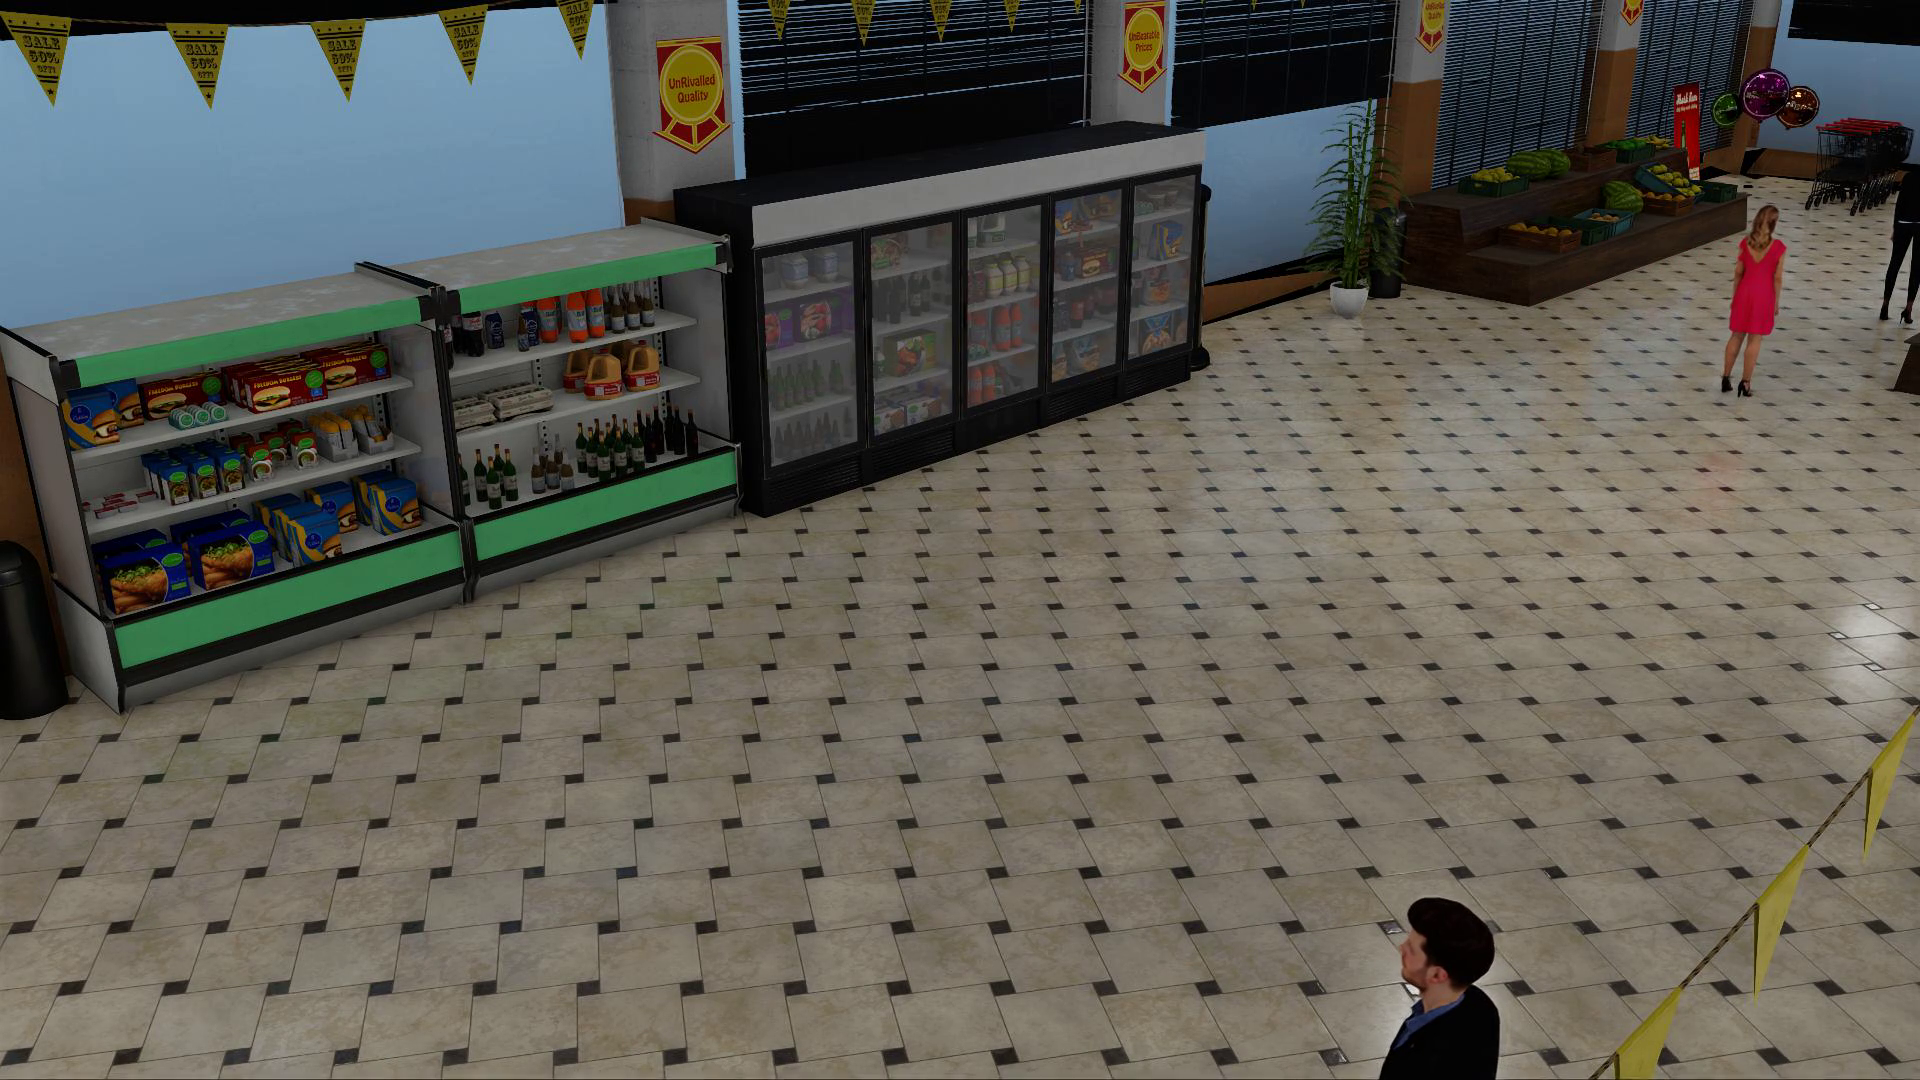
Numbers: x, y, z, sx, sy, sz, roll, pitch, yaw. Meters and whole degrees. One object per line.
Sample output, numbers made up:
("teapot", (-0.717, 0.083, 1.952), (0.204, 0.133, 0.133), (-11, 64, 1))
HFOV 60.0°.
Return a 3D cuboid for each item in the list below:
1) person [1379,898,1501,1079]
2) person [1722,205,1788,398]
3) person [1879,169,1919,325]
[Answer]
("person", (1.333, 1.850, 4.731), (0.829, 1.892, 0.679), (9, 24, 22))
("person", (7.099, -2.136, 14.872), (0.569, 1.727, 0.598), (-17, 27, -35))
("person", (9.921, -3.174, 17.314), (0.507, 1.832, 0.596), (-19, 29, -40))
